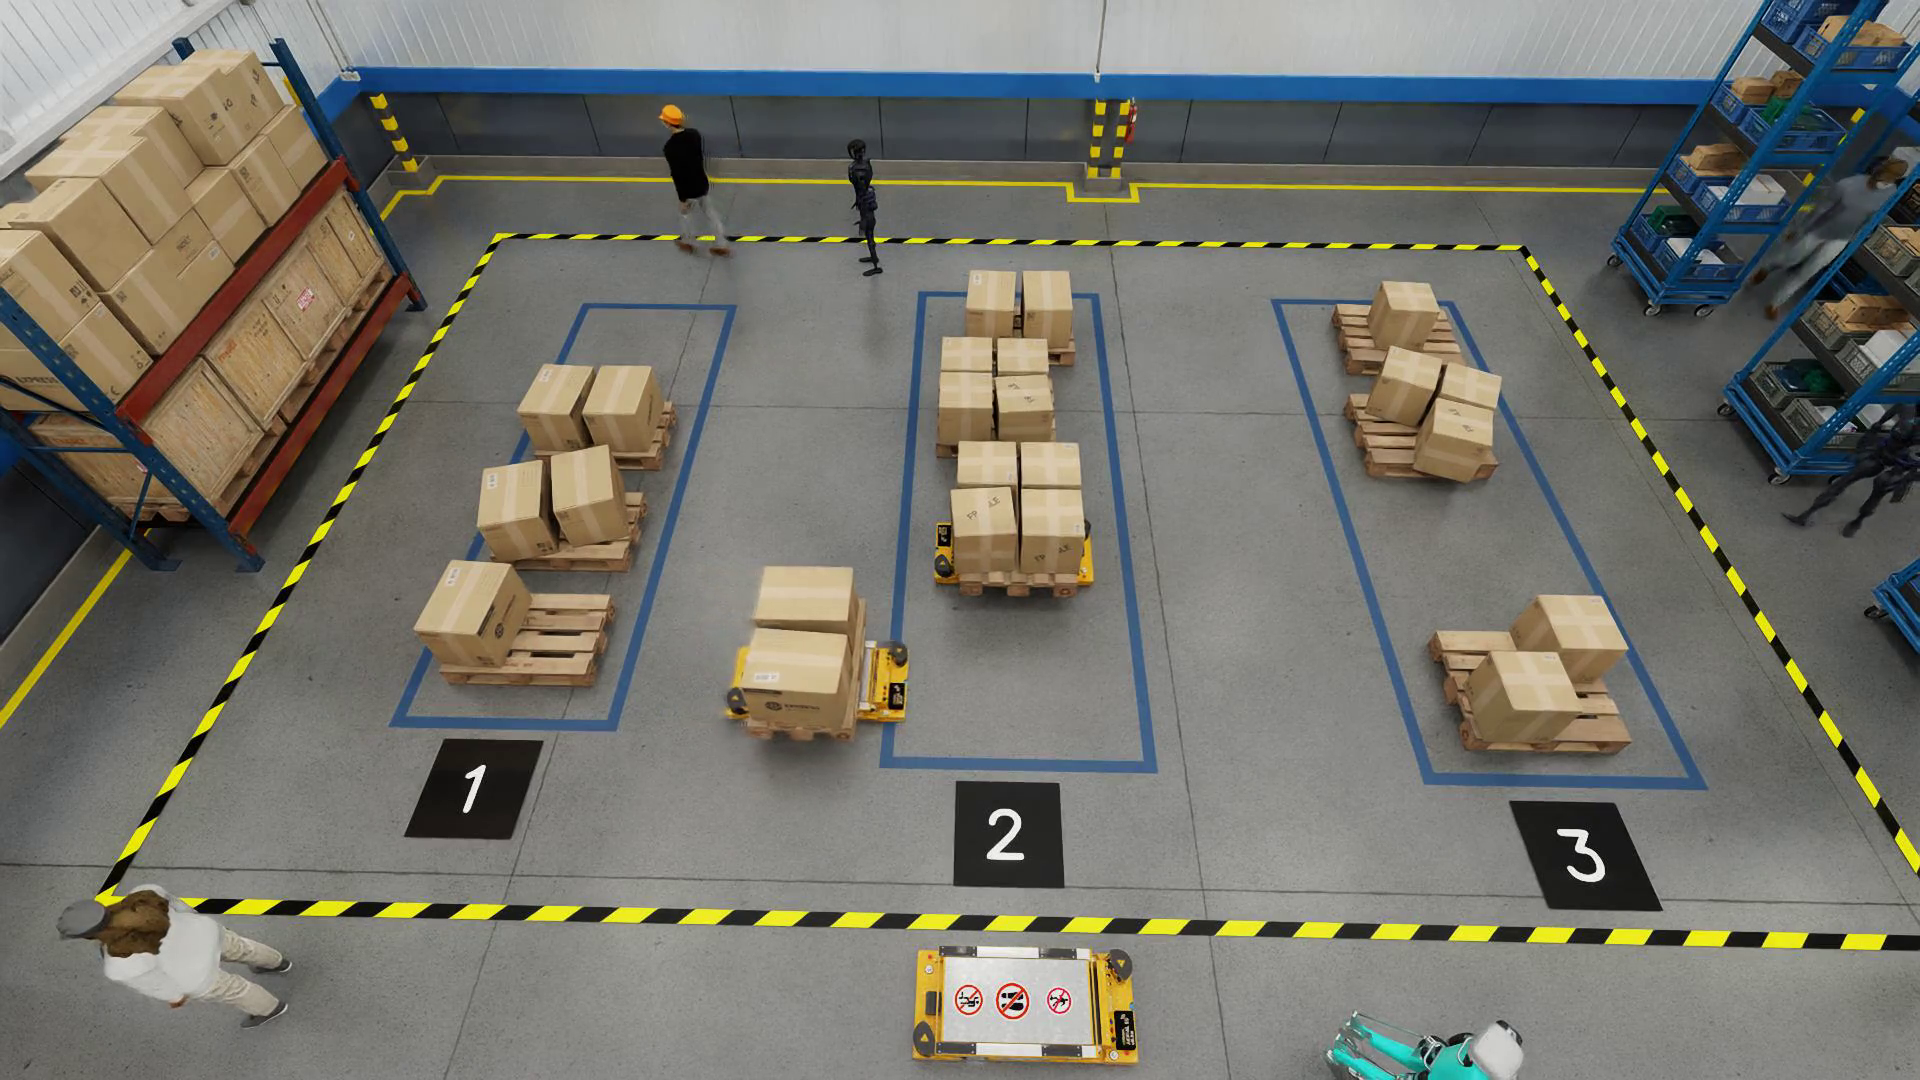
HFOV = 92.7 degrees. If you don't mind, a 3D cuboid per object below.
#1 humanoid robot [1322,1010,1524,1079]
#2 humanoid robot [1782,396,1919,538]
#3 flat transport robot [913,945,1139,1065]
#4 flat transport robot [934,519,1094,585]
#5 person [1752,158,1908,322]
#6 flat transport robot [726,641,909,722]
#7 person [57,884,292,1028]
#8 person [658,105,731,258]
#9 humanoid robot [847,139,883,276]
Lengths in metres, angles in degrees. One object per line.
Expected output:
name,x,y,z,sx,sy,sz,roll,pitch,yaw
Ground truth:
humanoid robot,2.439,2.860,5.124,0.533,1.672,0.735,-36,59,-26
humanoid robot,8.204,-0.657,8.143,0.748,1.635,0.618,-7,51,-5
flat transport robot,0.422,3.041,6.007,1.431,0.231,0.659,1,51,1
flat transport robot,0.492,0.087,8.397,1.431,0.197,0.652,1,51,1
person,9.665,-3.431,10.225,0.664,1.904,0.781,18,53,14
flat transport robot,-1.151,1.146,7.534,1.431,0.197,0.652,1,51,1
person,-4.618,2.493,5.488,0.403,1.763,0.563,-13,52,-10
person,-3.262,-4.236,10.922,0.863,1.846,0.647,23,55,18
humanoid robot,-1.125,-3.892,10.742,0.315,1.654,0.599,-7,51,-6
